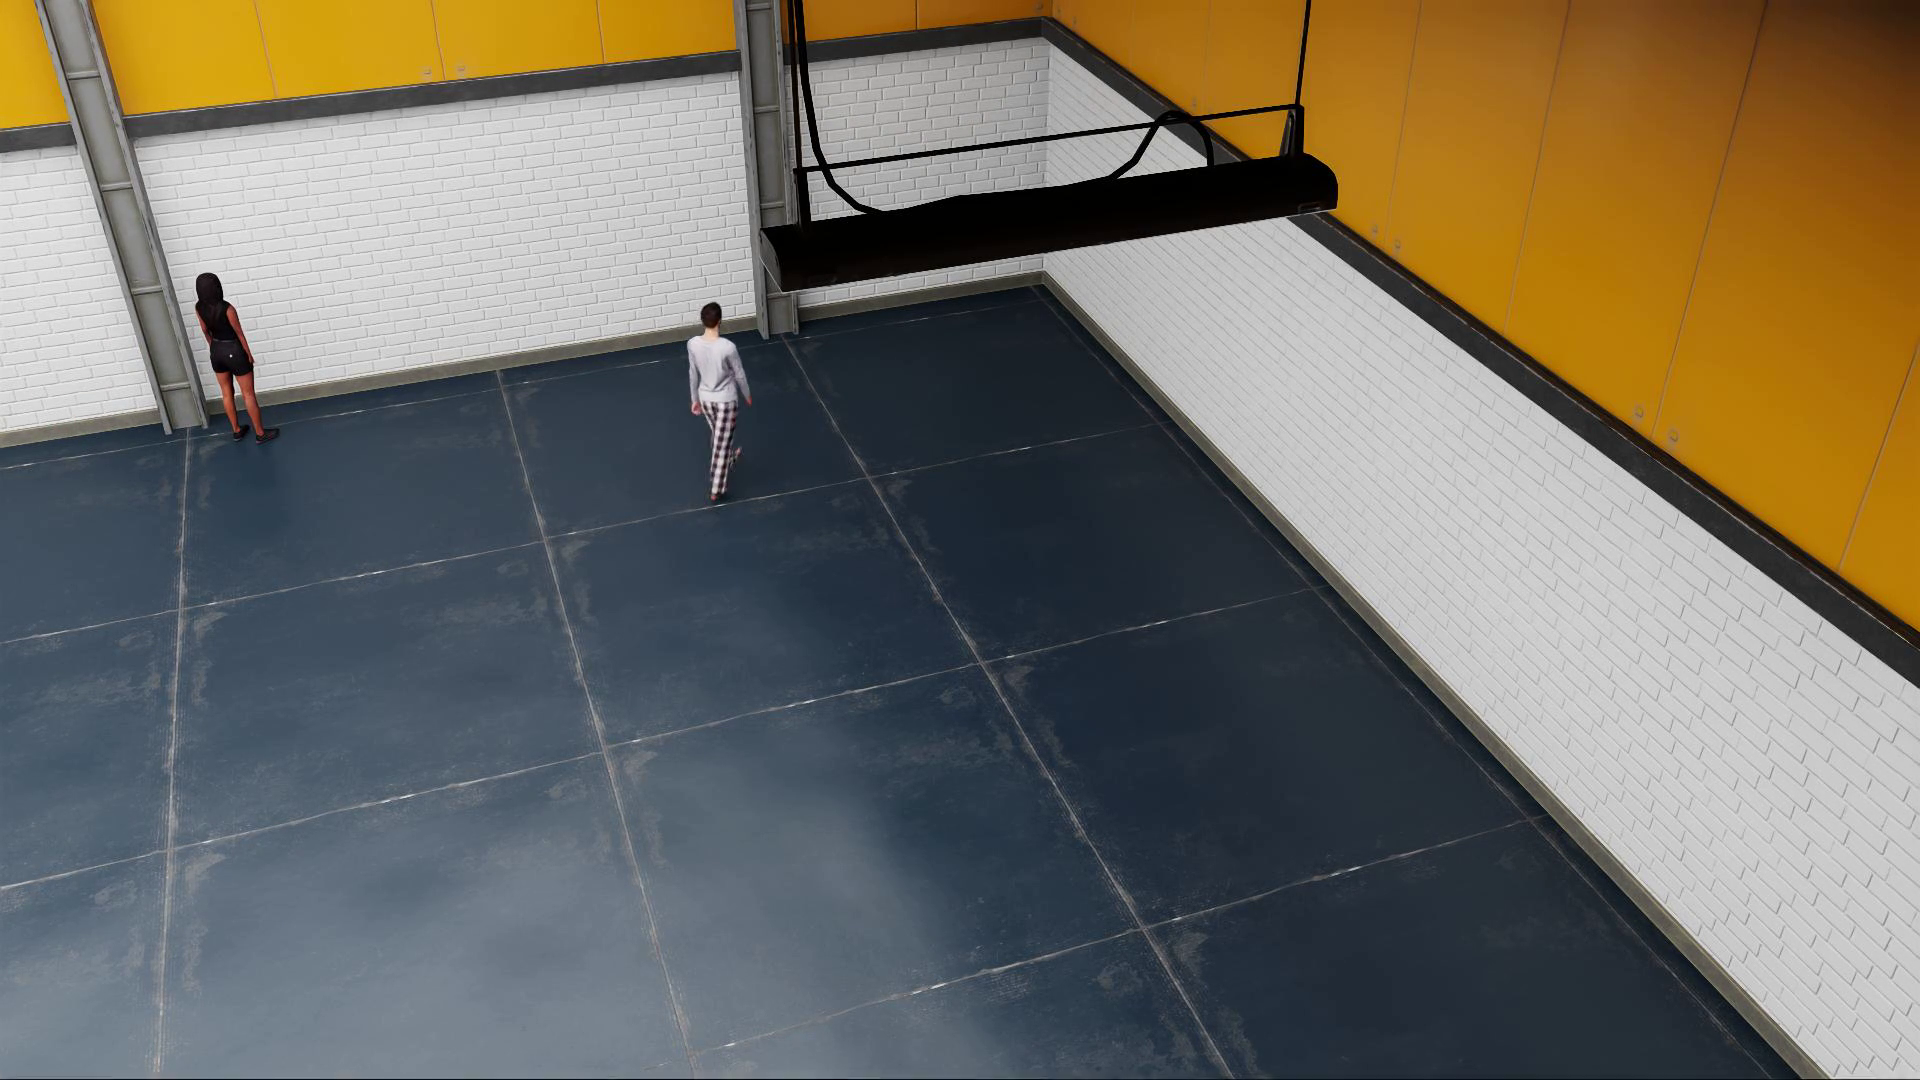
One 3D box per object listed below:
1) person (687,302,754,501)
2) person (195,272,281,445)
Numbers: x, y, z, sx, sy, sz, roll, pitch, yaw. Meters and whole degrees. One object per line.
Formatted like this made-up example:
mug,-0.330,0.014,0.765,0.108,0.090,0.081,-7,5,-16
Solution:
person,-2.185,-1.194,14.828,1.073,1.818,1.102,13,36,18
person,-6.884,-1.720,15.688,0.642,1.741,0.738,8,34,12
